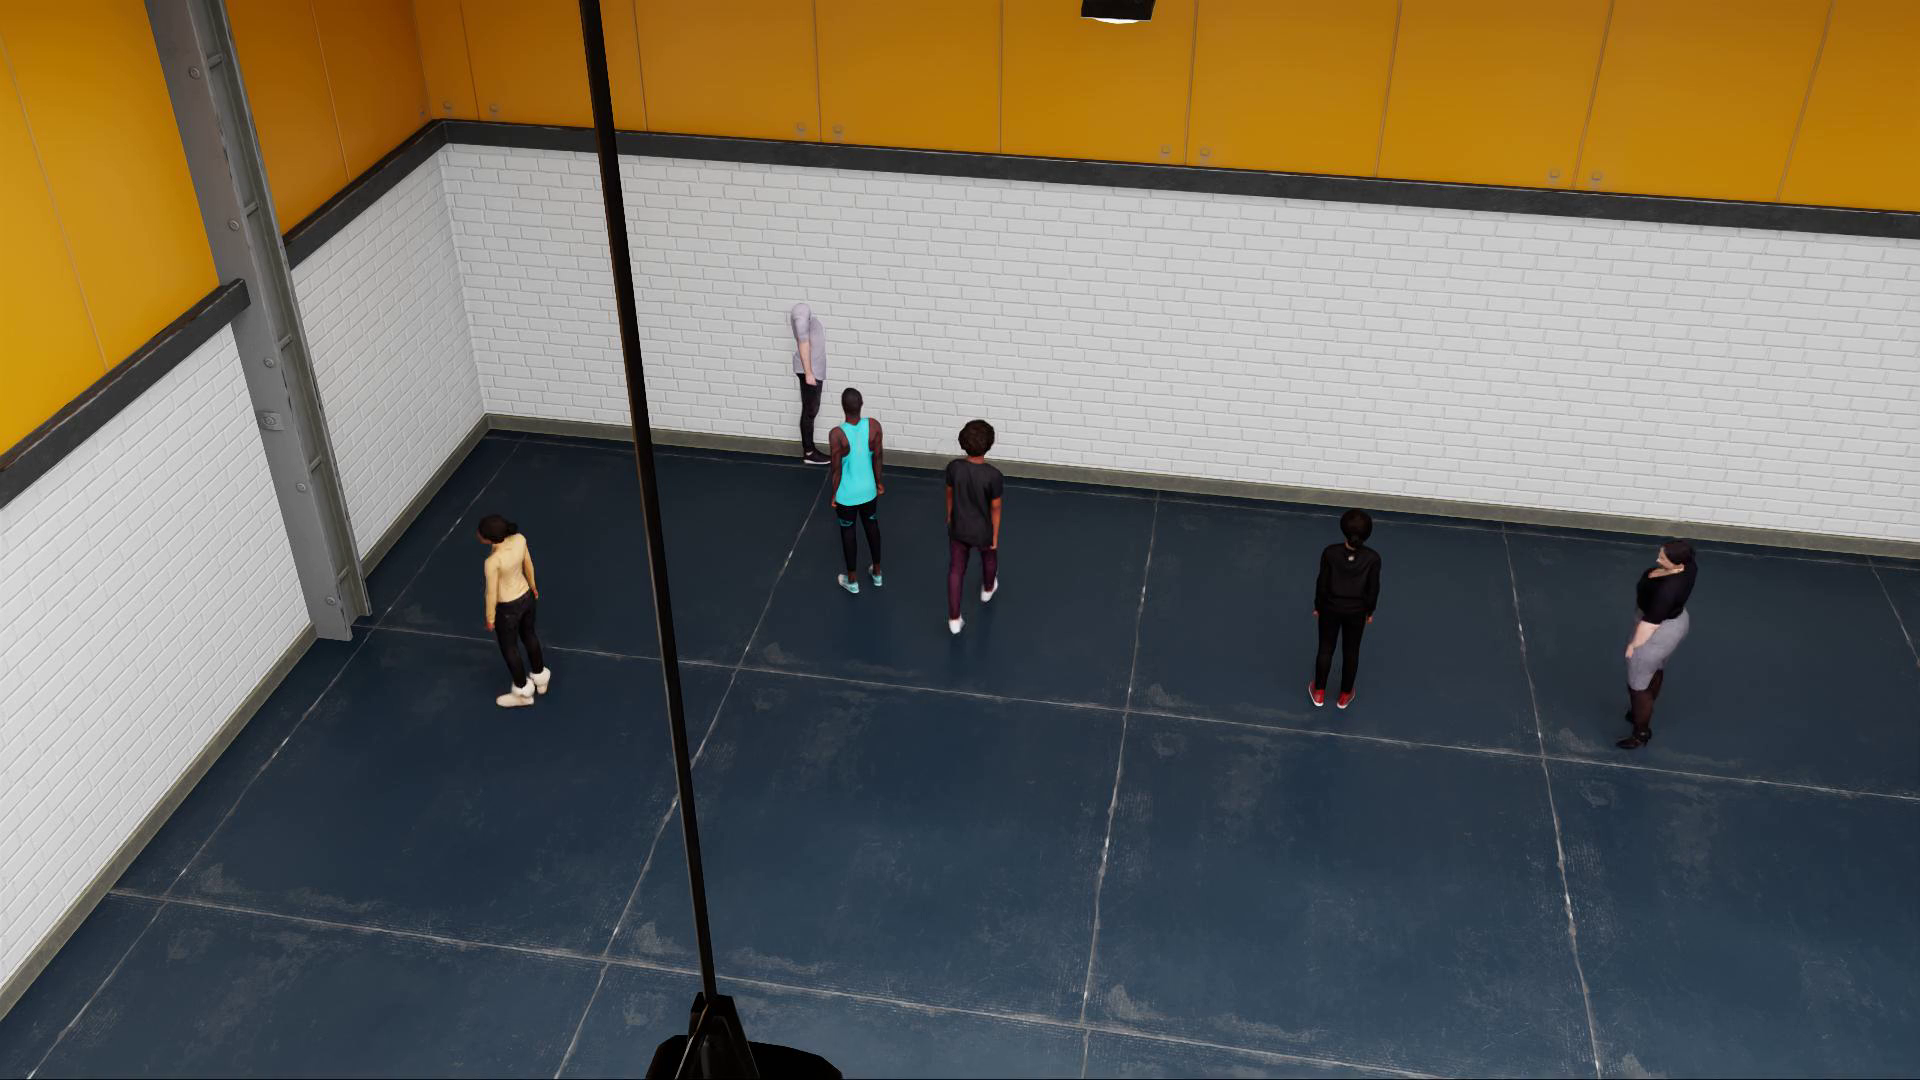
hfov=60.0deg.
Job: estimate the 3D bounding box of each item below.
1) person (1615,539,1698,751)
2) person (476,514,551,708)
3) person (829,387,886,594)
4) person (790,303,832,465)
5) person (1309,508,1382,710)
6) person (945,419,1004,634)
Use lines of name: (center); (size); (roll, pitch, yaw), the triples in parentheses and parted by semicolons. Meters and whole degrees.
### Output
person: (4.935, 0.669, 11.734); (0.783, 1.733, 0.878); (-18, 38, -25)
person: (-3.235, 0.460, 12.134); (0.600, 1.638, 0.787); (-28, 43, -35)
person: (-0.827, -0.396, 13.266); (0.698, 1.811, 0.719); (-15, 36, -21)
person: (-1.356, -1.583, 15.029); (0.751, 1.835, 0.565); (2, 34, 2)
person: (2.781, 0.496, 12.047); (0.600, 1.674, 0.513); (7, 34, 10)
person: (0.065, -0.080, 12.842); (0.650, 1.754, 1.077); (7, 34, 10)
